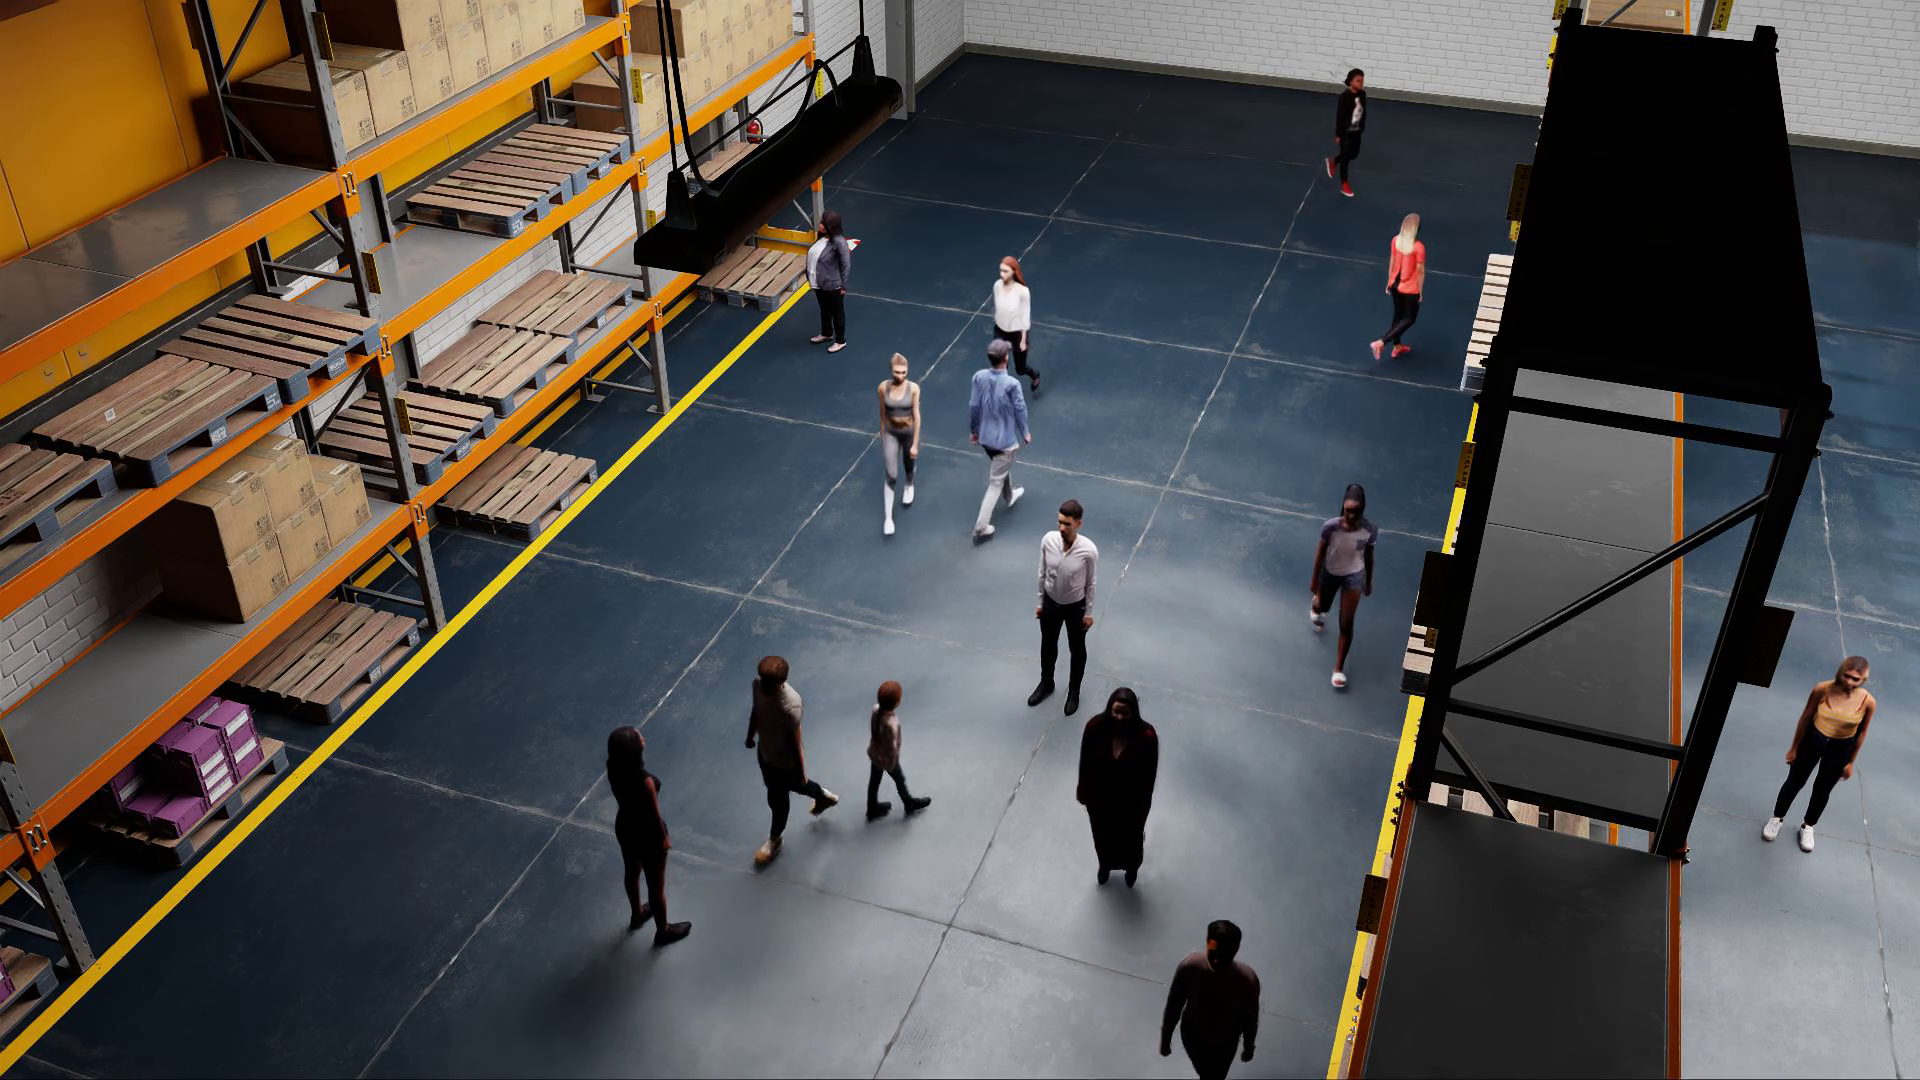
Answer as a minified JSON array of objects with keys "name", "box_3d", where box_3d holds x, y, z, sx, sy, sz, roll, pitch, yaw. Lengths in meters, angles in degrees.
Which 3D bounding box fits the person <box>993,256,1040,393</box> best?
[{"name":"person","box_3d":[0.565,-2.060,16.806,0.770,1.742,1.076,21,39,29]}]

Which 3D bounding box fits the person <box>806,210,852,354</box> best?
[{"name":"person","box_3d":[-1.414,-2.836,18.105,0.827,1.597,0.794,-24,40,-31]}]

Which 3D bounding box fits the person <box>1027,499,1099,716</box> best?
[{"name":"person","box_3d":[0.824,0.482,12.868,0.638,1.868,0.620,16,37,22]}]

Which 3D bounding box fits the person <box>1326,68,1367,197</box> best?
[{"name":"person","box_3d":[5.084,-5.402,21.906,0.932,1.662,0.991,-14,36,-21]}]

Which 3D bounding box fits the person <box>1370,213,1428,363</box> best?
[{"name":"person","box_3d":[4.693,-2.651,17.752,1.055,1.679,0.942,-20,38,-27]}]

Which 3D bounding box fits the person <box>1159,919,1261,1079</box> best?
[{"name":"person","box_3d":[1.457,2.785,9.528,0.739,1.729,1.098,14,36,20]}]

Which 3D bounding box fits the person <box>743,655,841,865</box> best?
[{"name":"person","box_3d":[-1.189,1.448,11.435,1.129,1.847,1.027,-18,38,-25]}]

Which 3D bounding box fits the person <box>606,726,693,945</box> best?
[{"name":"person","box_3d":[-2.080,1.905,10.844,0.668,1.740,0.643,26,42,34]}]

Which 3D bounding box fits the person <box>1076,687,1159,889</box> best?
[{"name":"person","box_3d":[1.073,1.628,11.250,0.650,1.751,0.673,11,35,17]}]

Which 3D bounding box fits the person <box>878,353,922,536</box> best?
[{"name":"person","box_3d":[-0.513,-0.962,15.235,0.787,1.653,1.177,3,34,4]}]

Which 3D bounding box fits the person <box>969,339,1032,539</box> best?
[{"name":"person","box_3d":[0.306,-0.873,14.928,0.915,1.845,1.237,24,40,31]}]

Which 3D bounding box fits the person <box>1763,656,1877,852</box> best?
[{"name":"person","box_3d":[6.032,1.465,11.607,0.597,1.627,0.535,16,37,22]}]

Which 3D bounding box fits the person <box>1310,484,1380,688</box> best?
[{"name":"person","box_3d":[3.051,0.264,13.359,0.843,1.687,1.212,2,34,3]}]

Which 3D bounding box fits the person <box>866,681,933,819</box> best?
[{"name":"person","box_3d":[-0.587,1.538,11.910,0.767,1.170,0.686,-19,38,-26]}]
